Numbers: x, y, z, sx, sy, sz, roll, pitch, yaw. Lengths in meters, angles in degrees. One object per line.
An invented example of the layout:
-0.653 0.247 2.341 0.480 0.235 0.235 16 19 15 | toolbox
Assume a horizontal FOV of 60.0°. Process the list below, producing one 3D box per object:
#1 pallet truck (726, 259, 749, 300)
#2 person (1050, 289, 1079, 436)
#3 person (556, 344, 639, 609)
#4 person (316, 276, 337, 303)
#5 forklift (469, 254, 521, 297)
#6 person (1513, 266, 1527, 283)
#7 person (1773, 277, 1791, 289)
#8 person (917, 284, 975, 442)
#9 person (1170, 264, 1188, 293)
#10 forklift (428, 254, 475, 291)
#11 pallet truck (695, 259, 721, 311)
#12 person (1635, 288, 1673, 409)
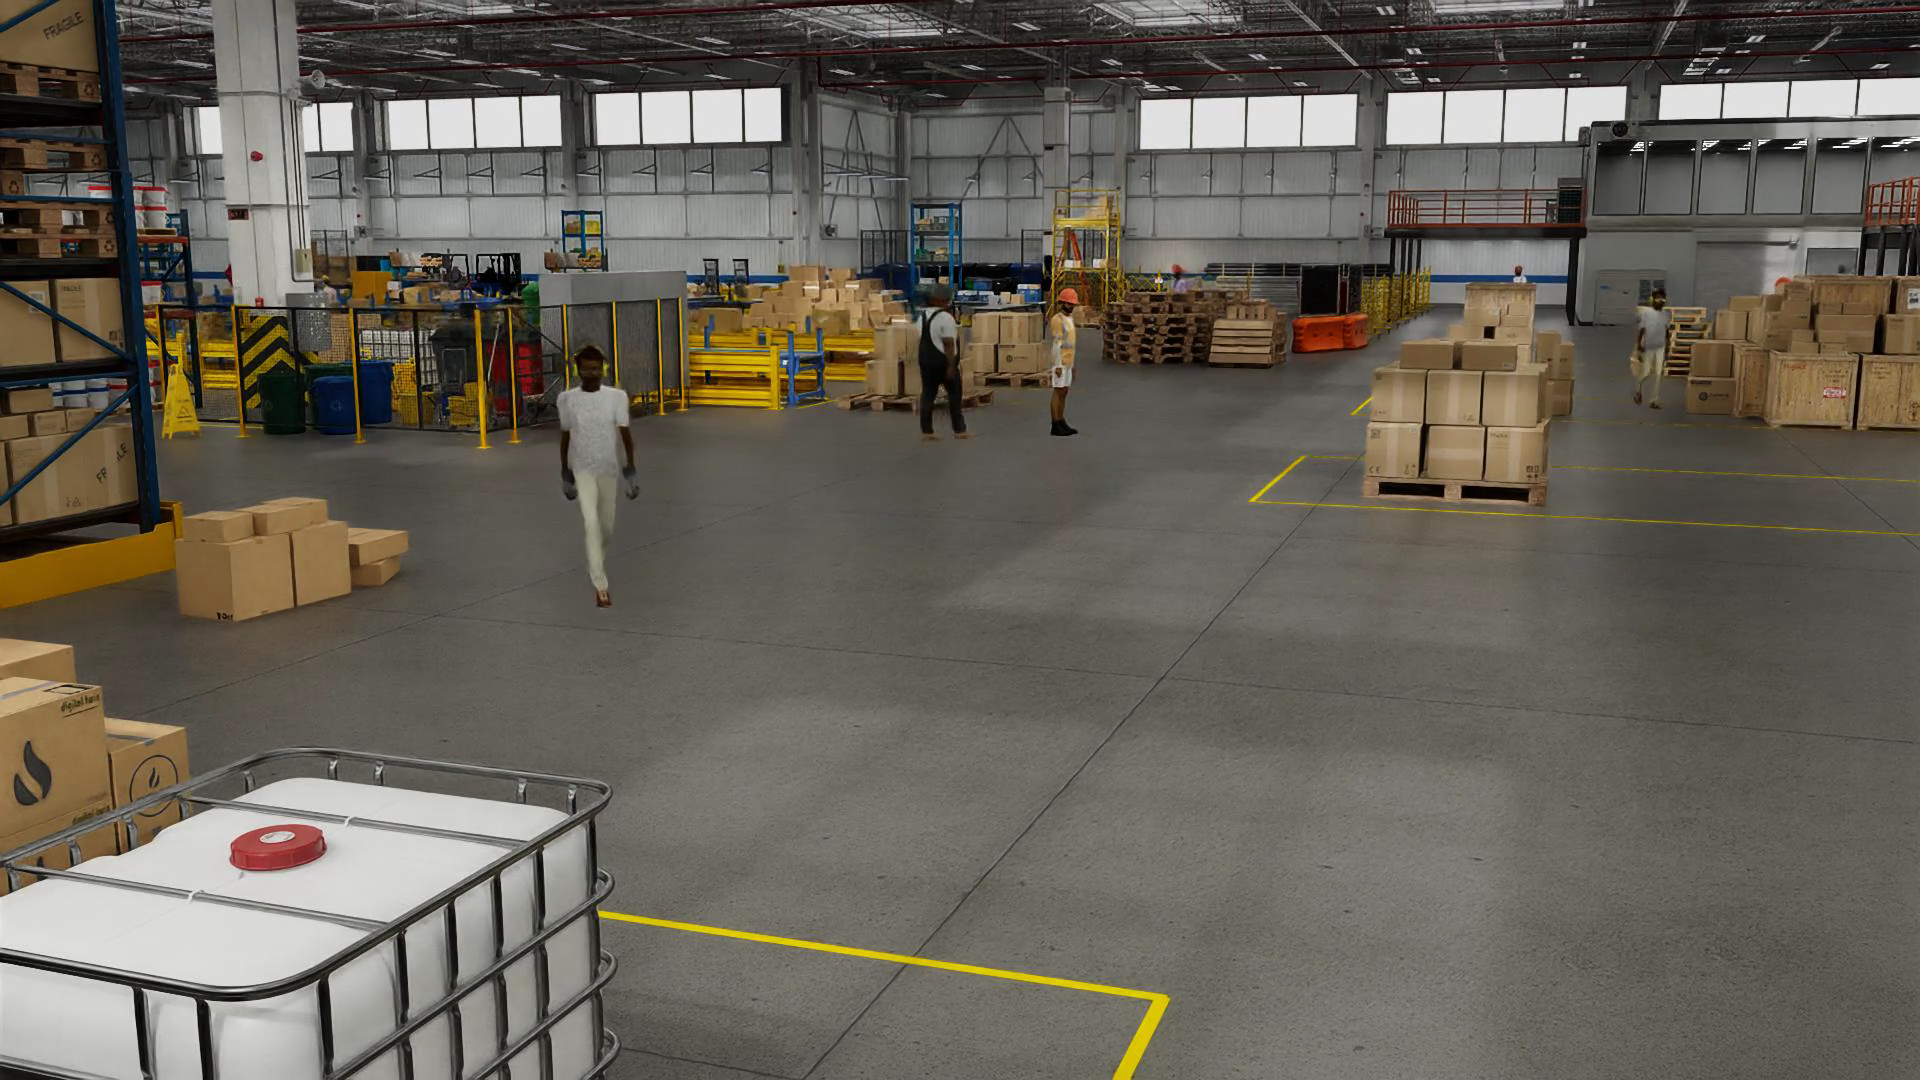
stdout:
-7.986 -9.493 62.019 0.823 1.965 1.885 3 11 17 | pallet truck
1.386 -2.339 21.918 0.376 1.931 0.542 4 11 24 | person
-2.579 -0.489 11.808 0.527 1.836 0.941 -3 11 -19 | person
-16.050 -5.832 42.177 0.894 1.726 0.533 10 14 44 | person
-17.990 -10.121 64.684 1.157 1.987 2.680 3 11 17 | forklift
16.733 -7.262 49.823 0.365 1.877 0.569 -3 11 -16 | person
13.156 -3.213 26.669 0.623 1.989 0.387 -10 14 -44 | person
-0.171 -2.274 21.242 0.857 2.000 0.704 -9 13 -40 | person
5.547 -5.919 41.820 0.818 2.023 0.610 -7 12 -35 | person
-20.133 -10.254 65.465 1.157 1.987 2.680 3 11 19 | forklift
-9.165 -9.627 62.776 0.823 1.965 1.885 4 11 23 | pallet truck
10.645 -2.933 25.510 0.509 1.856 0.451 0 10 0 | person
